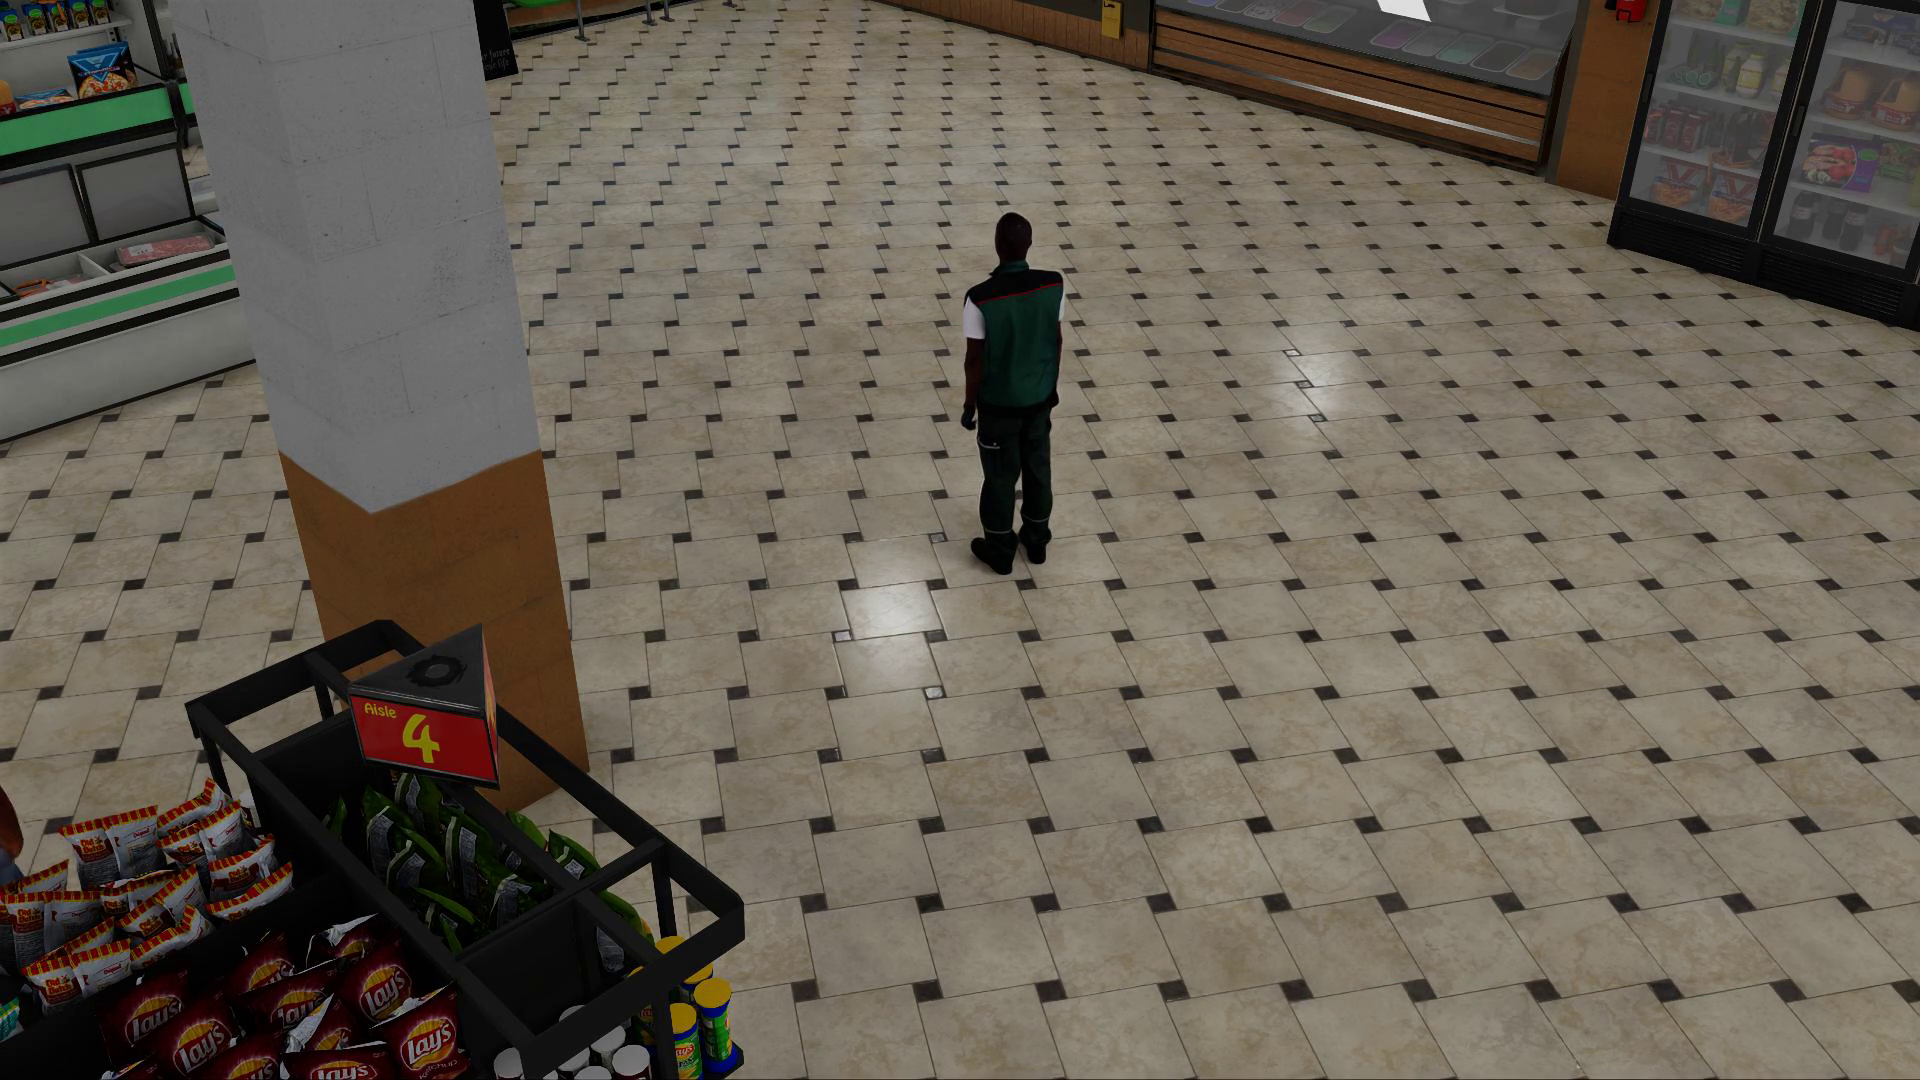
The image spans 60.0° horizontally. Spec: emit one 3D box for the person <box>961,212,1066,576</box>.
[{"bbox_3d":[0.259,-0.676,7.935,0.684,1.839,0.825,-14,34,-21],"label":"person"}]
